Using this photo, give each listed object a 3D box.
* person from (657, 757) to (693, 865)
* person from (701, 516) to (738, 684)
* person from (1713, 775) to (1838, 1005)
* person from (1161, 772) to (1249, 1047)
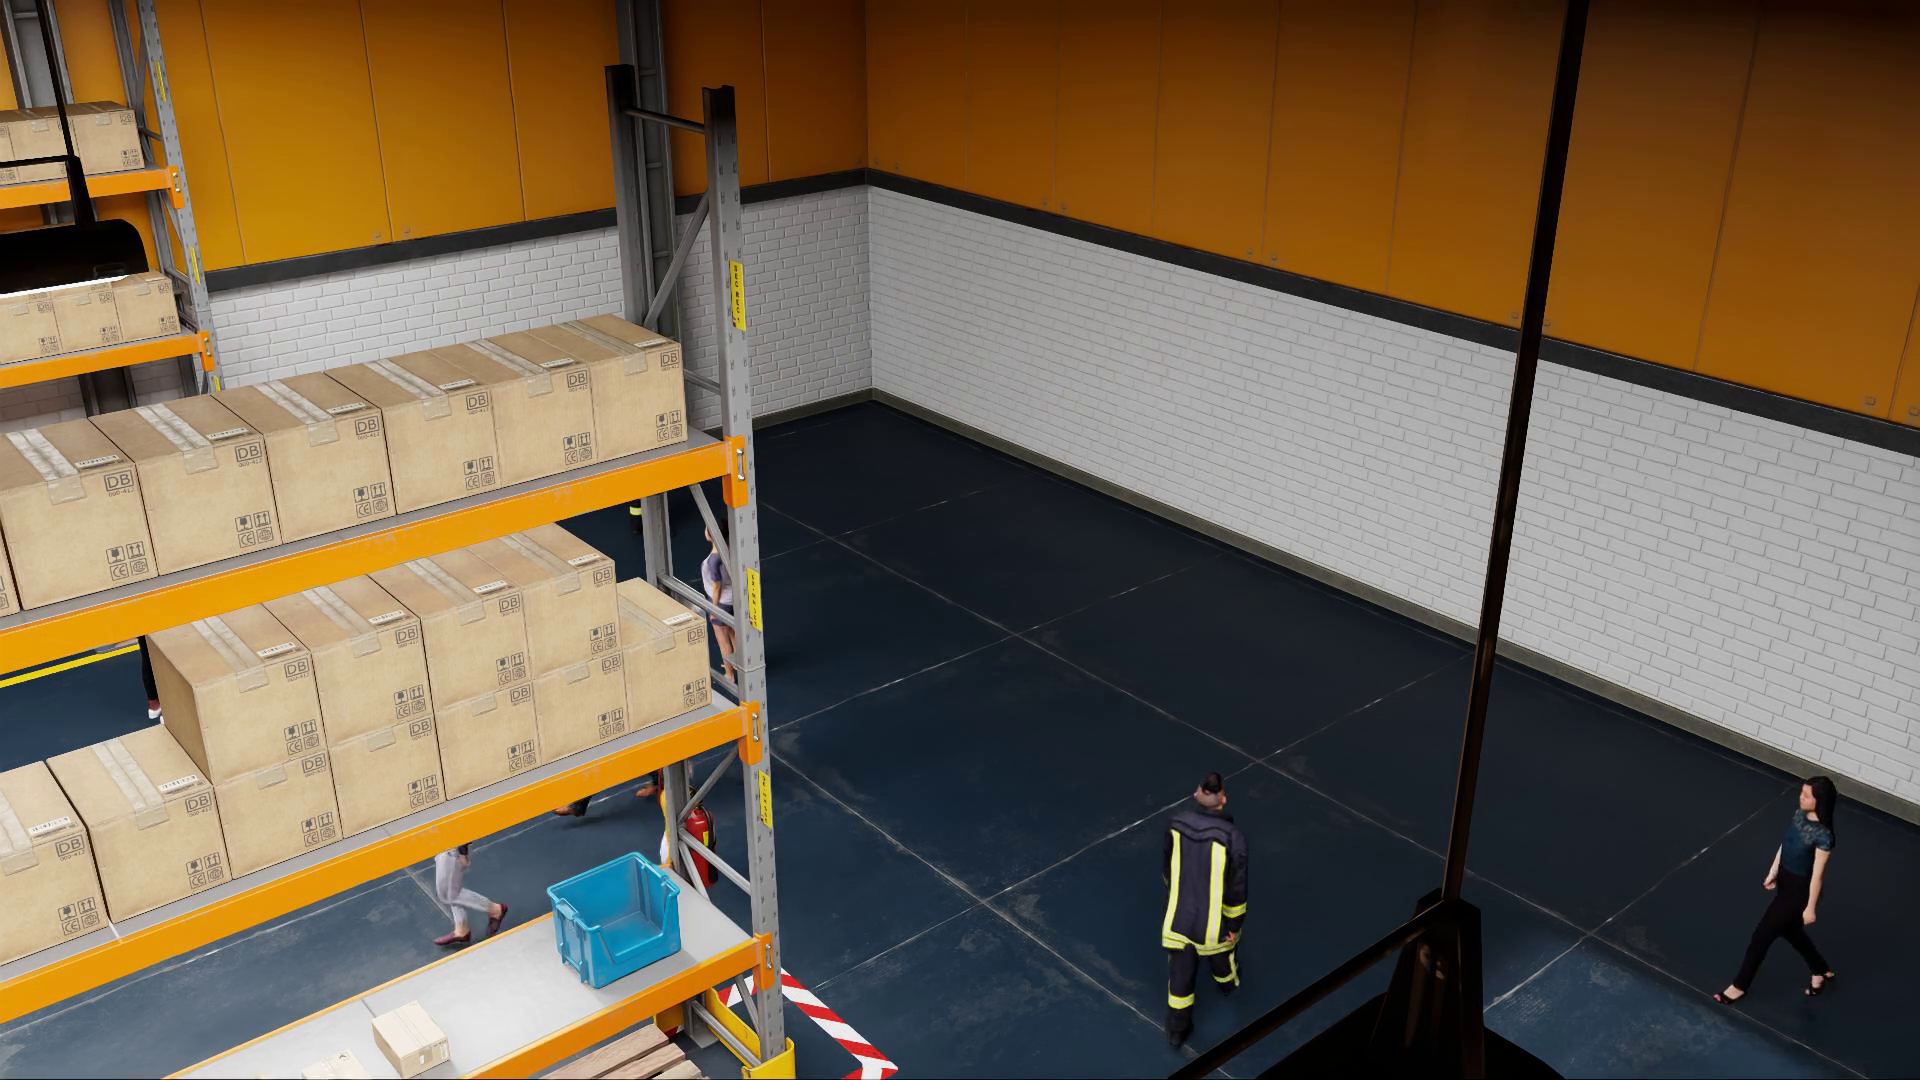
[{"bbox_3d":[-1.914,2.085,10.886,1.057,1.743,0.945,-2,24,-5],"label":"person"},{"bbox_3d":[-2.095,0.514,14.703,0.712,1.565,0.625,6,24,14],"label":"person"},{"bbox_3d":[5.369,2.254,10.555,1.054,1.700,0.985,2,24,4],"label":"person"},{"bbox_3d":[1.469,2.309,10.267,1.039,1.830,1.231,12,26,25],"label":"person"}]
